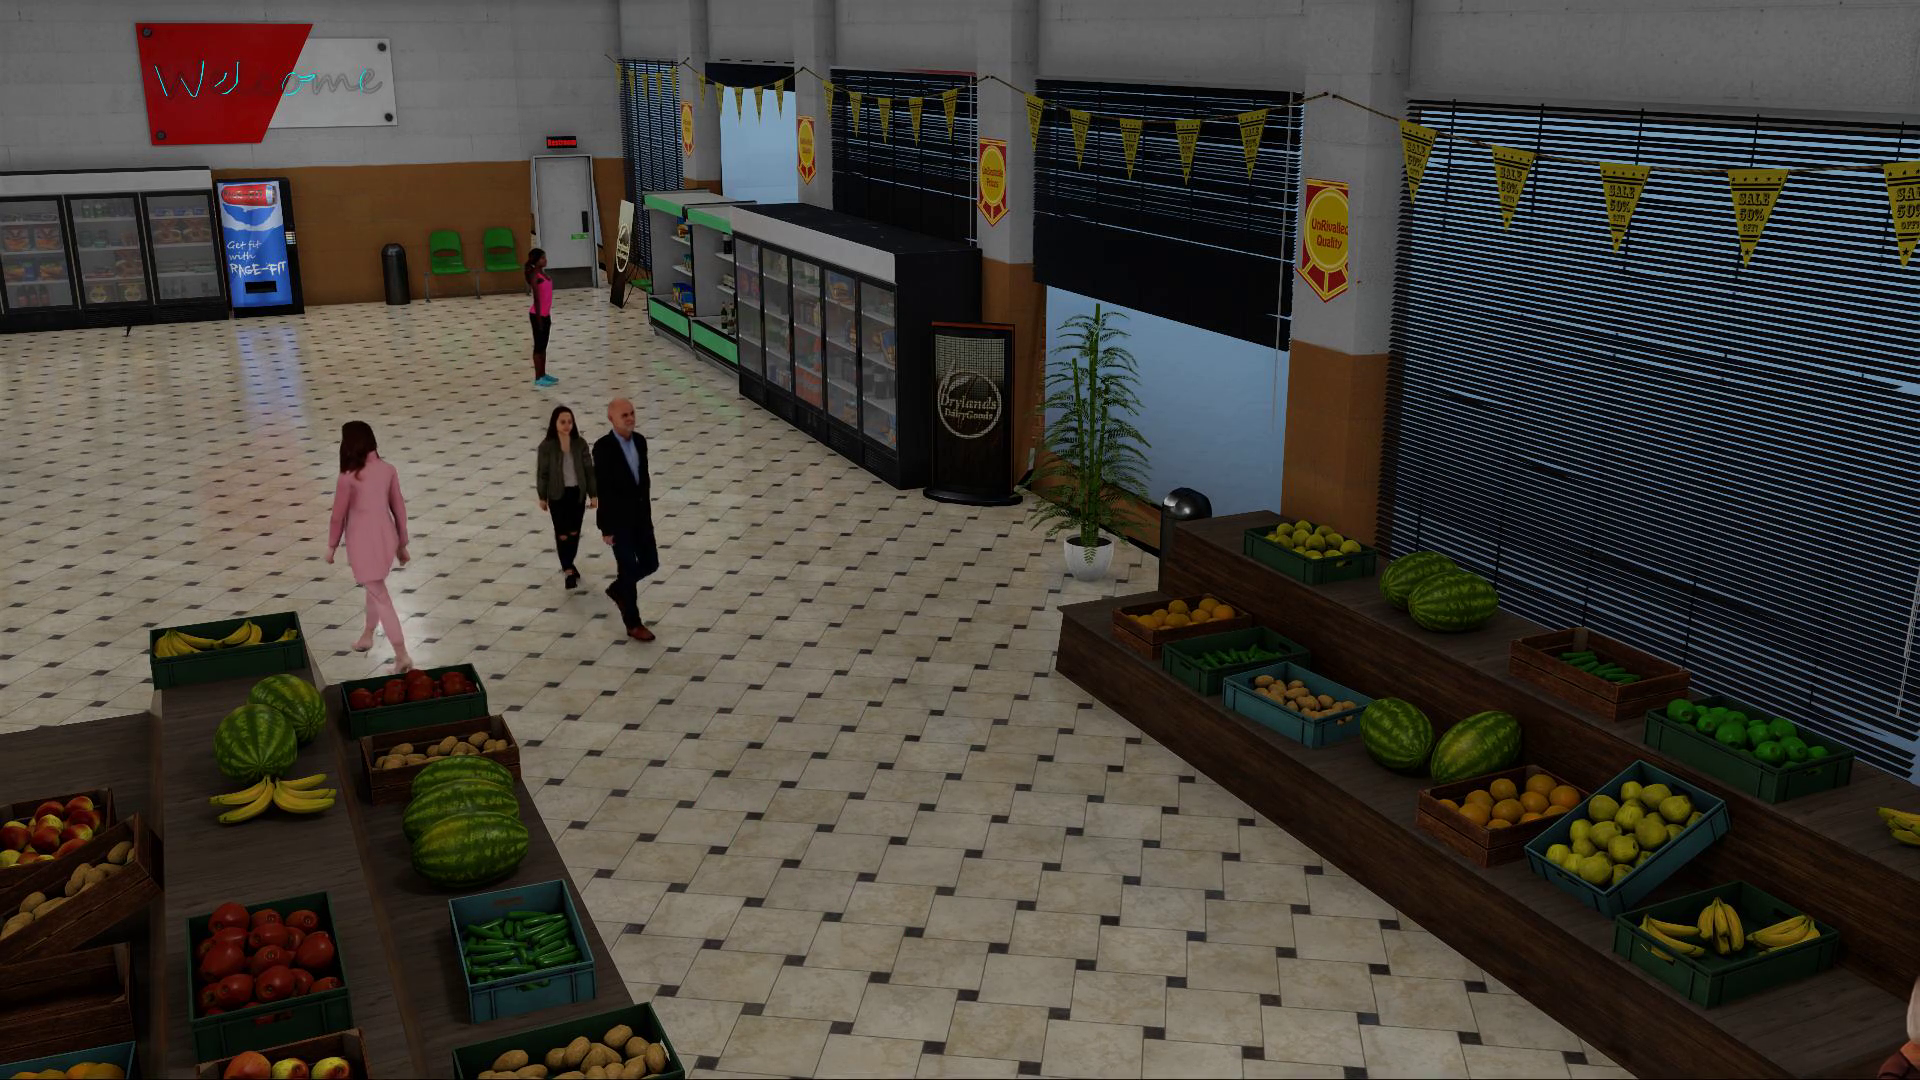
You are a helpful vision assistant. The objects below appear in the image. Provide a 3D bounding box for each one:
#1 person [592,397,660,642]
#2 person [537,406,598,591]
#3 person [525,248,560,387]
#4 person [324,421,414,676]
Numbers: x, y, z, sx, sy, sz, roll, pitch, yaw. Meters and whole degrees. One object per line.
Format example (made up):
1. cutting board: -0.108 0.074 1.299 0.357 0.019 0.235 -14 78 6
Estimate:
1. person: -2.478 -0.163 12.126 0.977 1.788 0.882 13 21 37
2. person: -3.175 -0.356 13.348 0.616 1.447 0.869 -8 19 -26
3. person: -5.301 -2.825 21.007 0.712 1.722 0.627 2 17 7
4. person: -3.929 0.105 11.278 1.089 1.768 0.925 11 20 32
